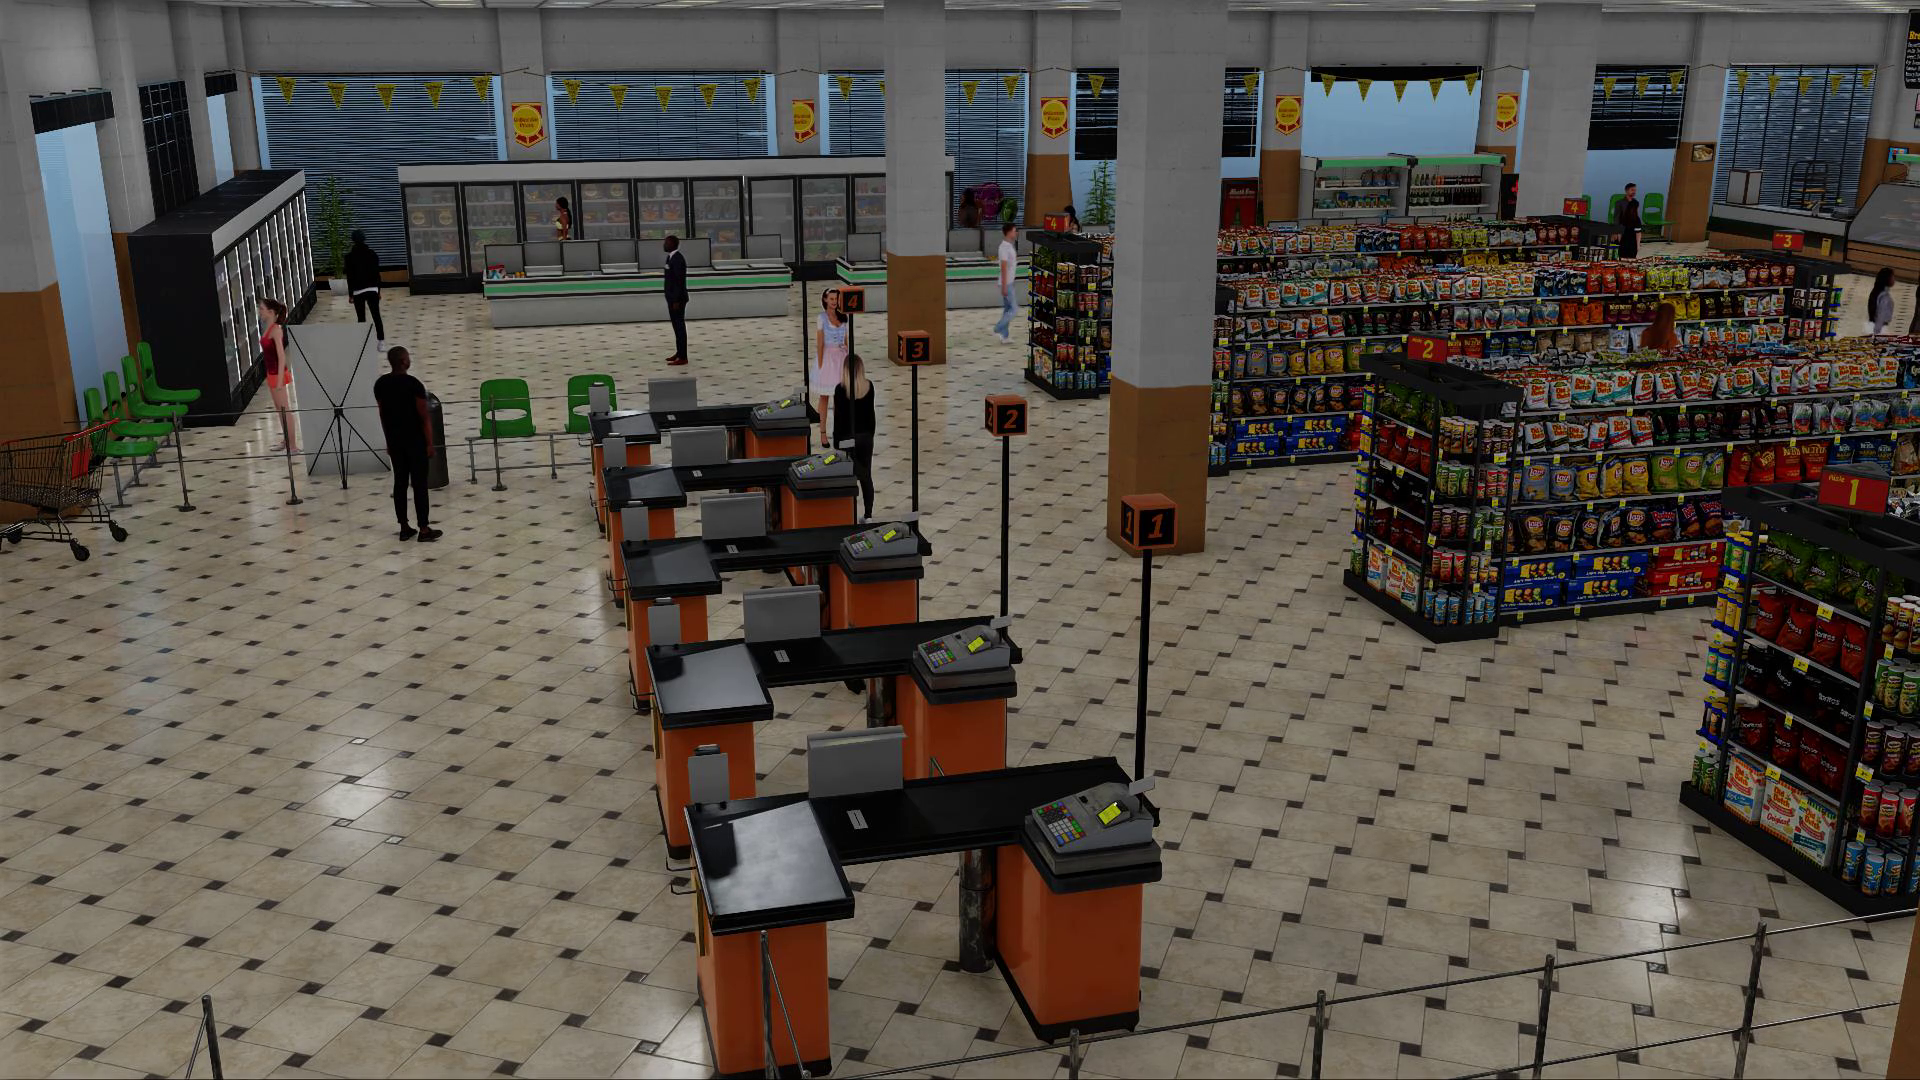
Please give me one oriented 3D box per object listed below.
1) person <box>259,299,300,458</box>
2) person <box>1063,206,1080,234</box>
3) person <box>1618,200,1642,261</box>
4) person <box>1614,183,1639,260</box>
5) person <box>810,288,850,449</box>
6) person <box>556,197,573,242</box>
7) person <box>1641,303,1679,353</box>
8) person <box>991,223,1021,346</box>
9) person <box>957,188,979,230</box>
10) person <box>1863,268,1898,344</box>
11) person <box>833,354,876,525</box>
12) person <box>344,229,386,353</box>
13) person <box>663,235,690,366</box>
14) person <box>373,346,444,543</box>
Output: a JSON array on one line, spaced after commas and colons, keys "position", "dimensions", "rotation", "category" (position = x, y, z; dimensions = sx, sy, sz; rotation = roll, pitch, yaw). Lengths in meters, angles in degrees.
[{"position": [-7.619, -1.831, 18.569], "dimensions": [0.632, 1.754, 0.626], "rotation": [-10, 19, -29], "category": "person"}, {"position": [1.846, -4.749, 28.113], "dimensions": [0.534, 1.793, 0.577], "rotation": [-5, 18, -17], "category": "person"}, {"position": [12.321, -5.438, 30.649], "dimensions": [0.683, 1.639, 0.681], "rotation": [-11, 20, -32], "category": "person"}, {"position": [12.587, -5.817, 31.497], "dimensions": [0.578, 1.871, 0.783], "rotation": [-8, 19, -24], "category": "person"}, {"position": [-1.443, -1.964, 18.904], "dimensions": [0.781, 1.816, 0.865], "rotation": [-12, 20, -33], "category": "person"}, {"position": [-7.091, -5.296, 29.980], "dimensions": [0.546, 1.755, 0.584], "rotation": [-2, 17, -7], "category": "person"}, {"position": [7.692, -1.769, 18.434], "dimensions": [0.684, 1.715, 0.677], "rotation": [-12, 21, -35], "category": "person"}, {"position": [0.628, -3.834, 25.021], "dimensions": [0.807, 1.838, 0.786], "rotation": [2, 17, 6], "category": "person"}, {"position": [0.284, -5.584, 30.856], "dimensions": [1.085, 1.796, 0.700], "rotation": [-3, 17, -11], "category": "person"}, {"position": [11.594, -2.600, 21.230], "dimensions": [1.216, 1.679, 0.992], "rotation": [4, 17, 13], "category": "person"}, {"position": [-0.996, -0.925, 15.703], "dimensions": [0.579, 1.686, 0.738], "rotation": [-11, 20, -32], "category": "person"}, {"position": [-8.762, -3.665, 24.499], "dimensions": [0.680, 1.818, 0.816], "rotation": [-13, 21, -37], "category": "person"}, {"position": [-4.046, -3.427, 23.708], "dimensions": [0.578, 1.824, 0.696], "rotation": [-4, 17, -12], "category": "person"}, {"position": [-5.107, -0.889, 15.355], "dimensions": [0.686, 1.819, 0.811], "rotation": [5, 17, 15], "category": "person"}]
